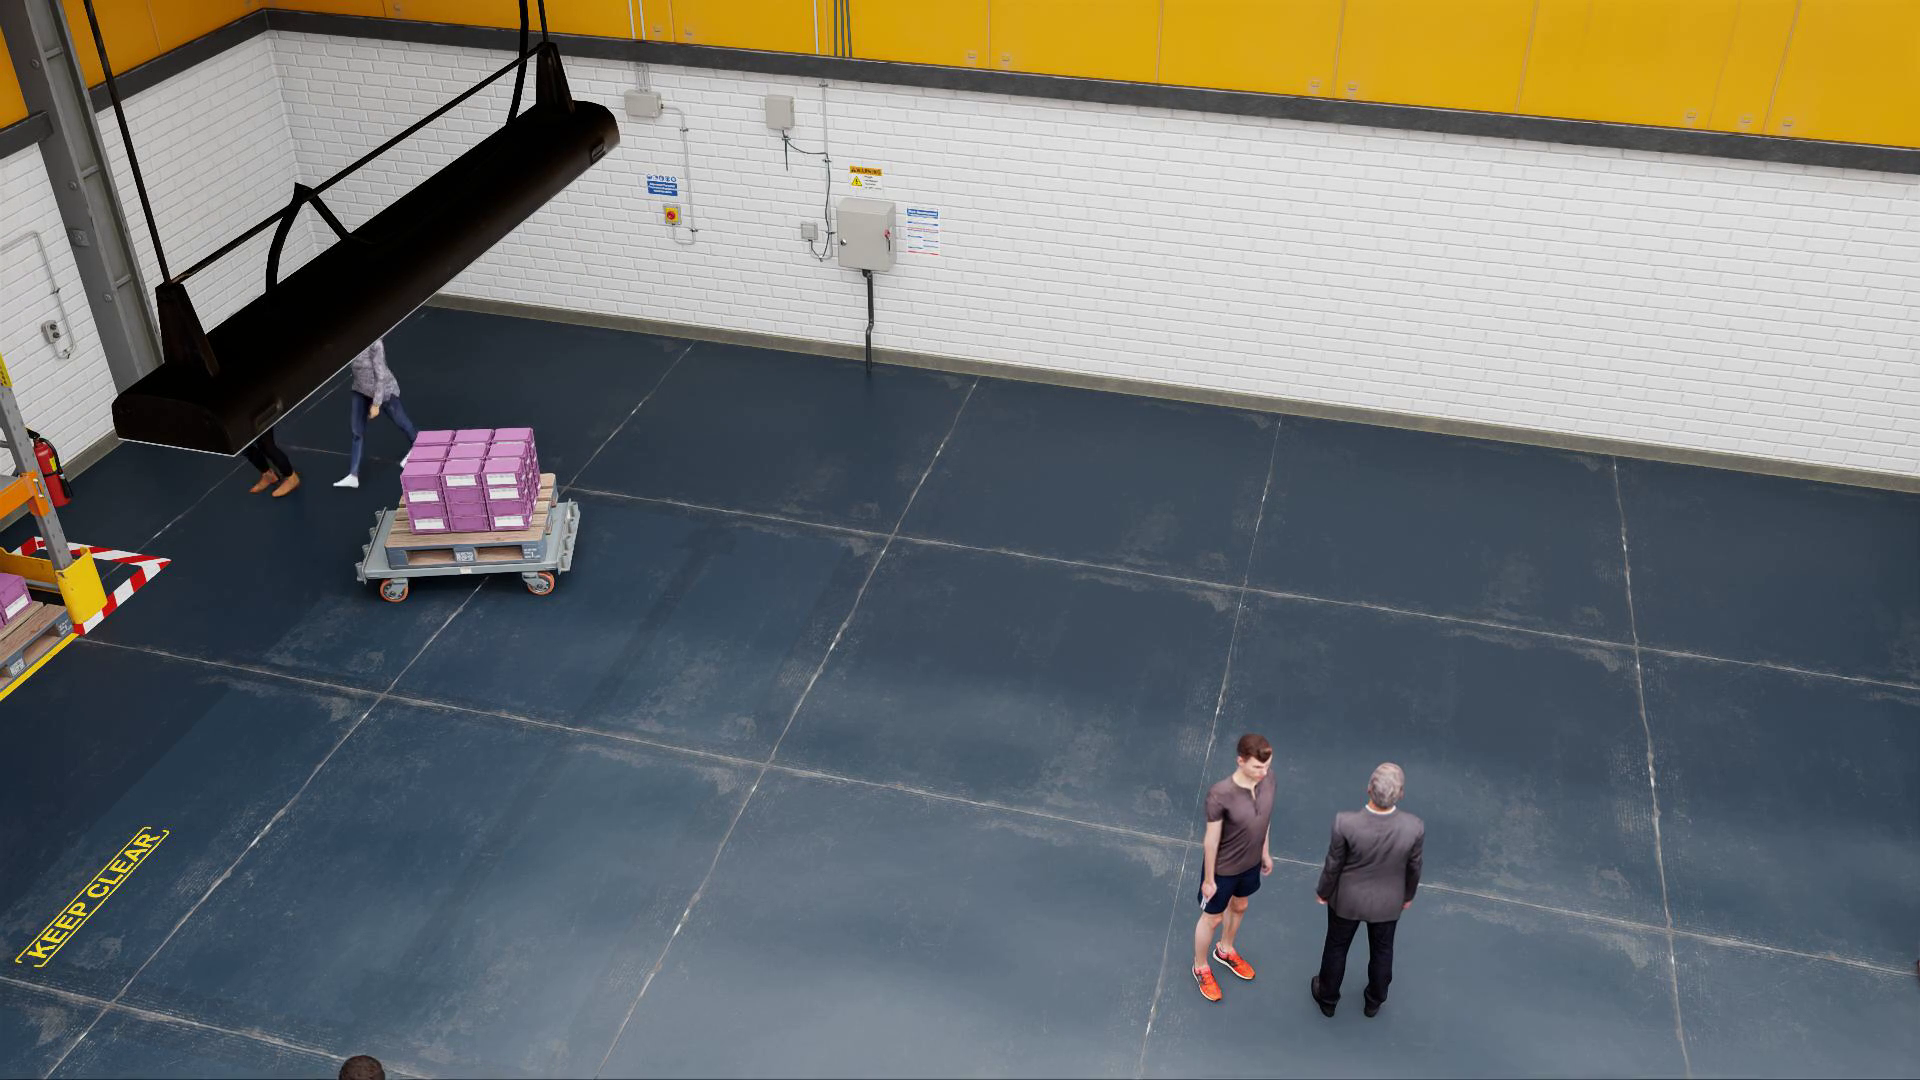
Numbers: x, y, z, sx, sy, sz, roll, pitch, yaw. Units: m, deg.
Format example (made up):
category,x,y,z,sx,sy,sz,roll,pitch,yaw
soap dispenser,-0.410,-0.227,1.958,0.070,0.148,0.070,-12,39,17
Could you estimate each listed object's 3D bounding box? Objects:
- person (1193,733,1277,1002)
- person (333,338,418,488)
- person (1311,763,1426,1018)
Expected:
category,x,y,z,sx,sy,sz,roll,pitch,yaw
person,1.565,1.831,9.522,0.707,1.857,0.784,-20,39,-28
person,-4.985,-1.310,14.406,0.788,1.682,1.219,15,37,22
person,2.283,1.970,9.327,0.766,1.842,0.673,2,34,3
